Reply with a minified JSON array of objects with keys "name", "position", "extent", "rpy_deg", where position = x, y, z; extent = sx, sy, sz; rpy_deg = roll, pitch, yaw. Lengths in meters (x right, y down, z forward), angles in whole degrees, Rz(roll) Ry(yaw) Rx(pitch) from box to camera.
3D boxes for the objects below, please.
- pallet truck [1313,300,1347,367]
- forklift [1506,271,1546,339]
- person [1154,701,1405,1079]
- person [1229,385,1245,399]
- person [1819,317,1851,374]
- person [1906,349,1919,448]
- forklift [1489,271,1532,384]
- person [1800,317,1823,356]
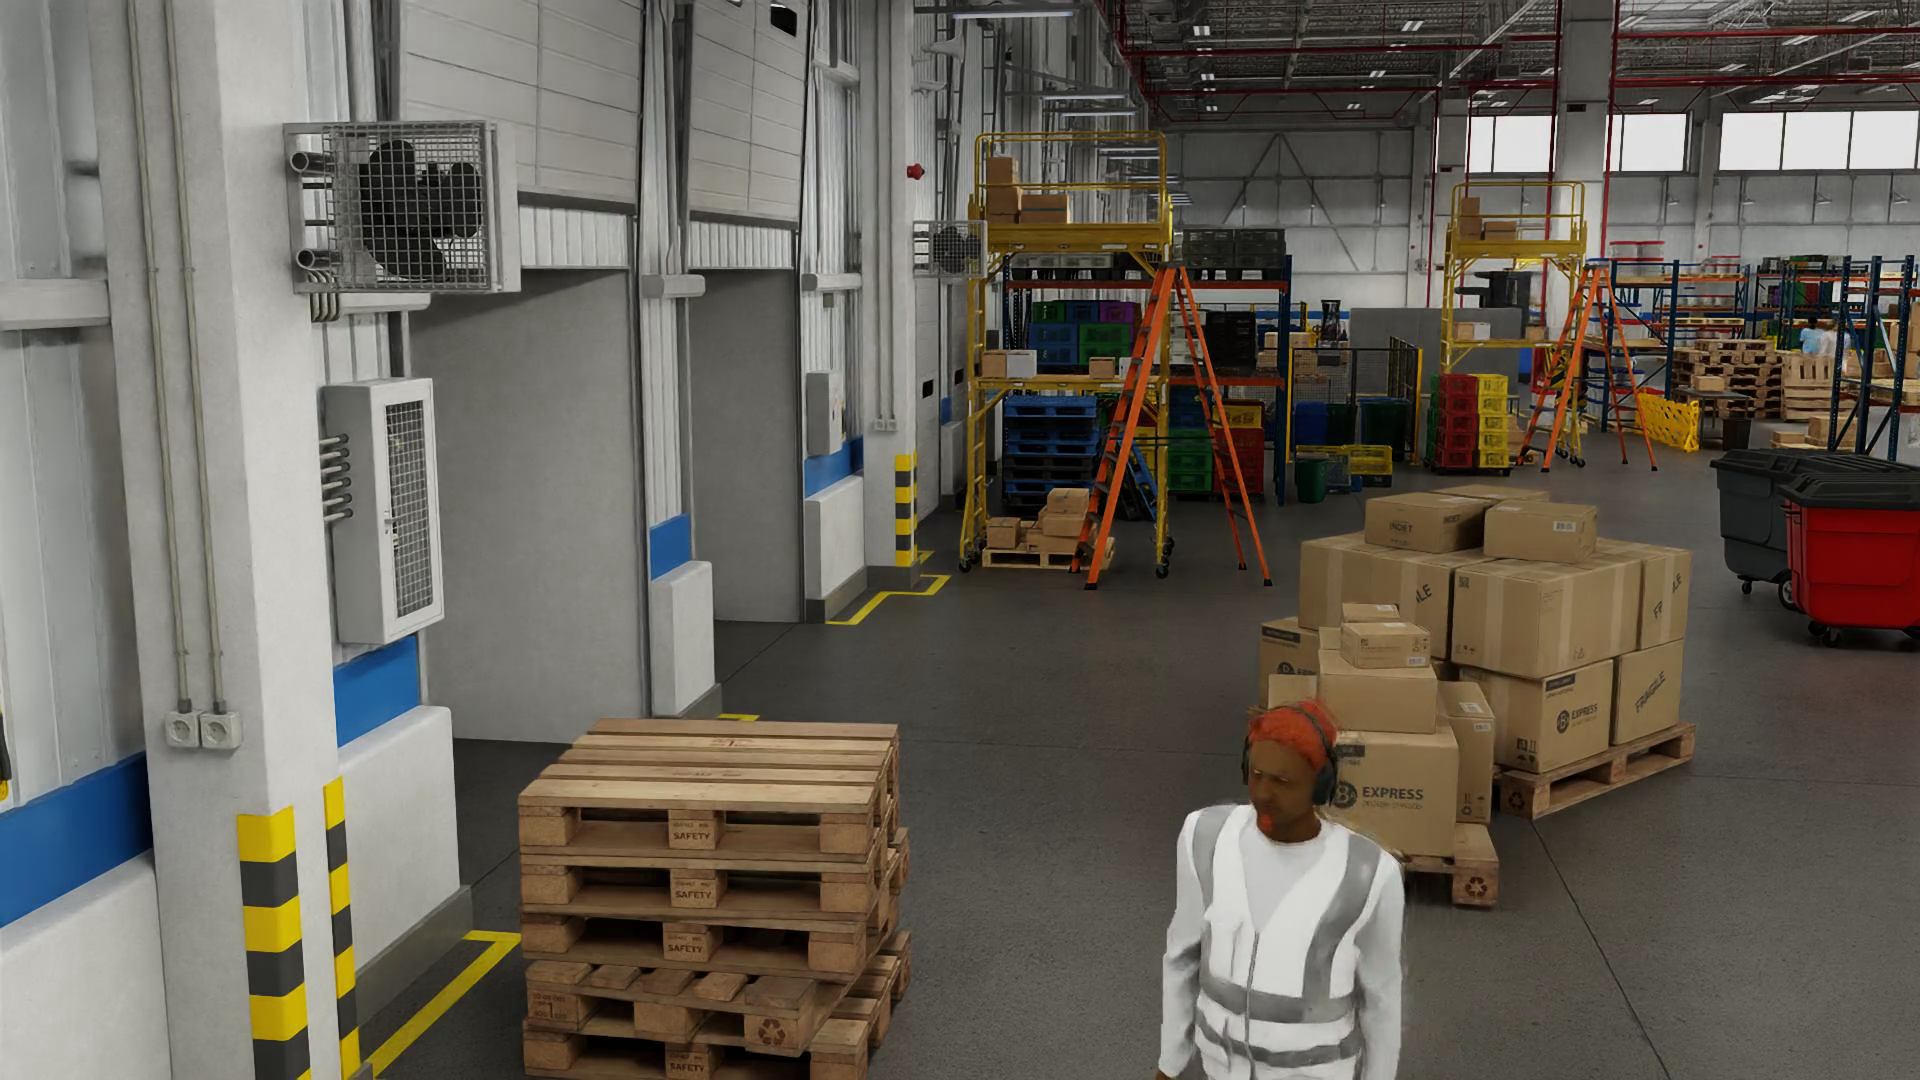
[{"name":"pallet truck","position":[11.159,-6.200,49.718],"extent":[0.823,1.965,1.885],"rpy_deg":[4,10,26]},{"name":"forklift","position":[15.207,-5.962,45.537],"extent":[1.873,2.768,1.129],"rpy_deg":[-3,10,-17]},{"name":"person","position":[0.810,1.273,4.102],"extent":[0.576,1.853,0.878],"rpy_deg":[7,12,37]},{"name":"person","position":[5.786,-3.565,34.570],"extent":[0.512,1.641,0.307],"rpy_deg":[9,13,44]},{"name":"person","position":[18.185,-3.706,34.656],"extent":[0.643,1.904,0.959],"rpy_deg":[0,9,1]},{"name":"person","position":[15.492,-2.343,26.749],"extent":[0.335,1.734,0.487],"rpy_deg":[5,10,28]},{"name":"forklift","position":[13.424,-5.322,41.592],"extent":[1.873,2.768,1.129],"rpy_deg":[1,9,9]},{"name":"person","position":[21.538,-4.792,42.075],"extent":[0.546,1.651,0.837],"rpy_deg":[4,10,25]}]
